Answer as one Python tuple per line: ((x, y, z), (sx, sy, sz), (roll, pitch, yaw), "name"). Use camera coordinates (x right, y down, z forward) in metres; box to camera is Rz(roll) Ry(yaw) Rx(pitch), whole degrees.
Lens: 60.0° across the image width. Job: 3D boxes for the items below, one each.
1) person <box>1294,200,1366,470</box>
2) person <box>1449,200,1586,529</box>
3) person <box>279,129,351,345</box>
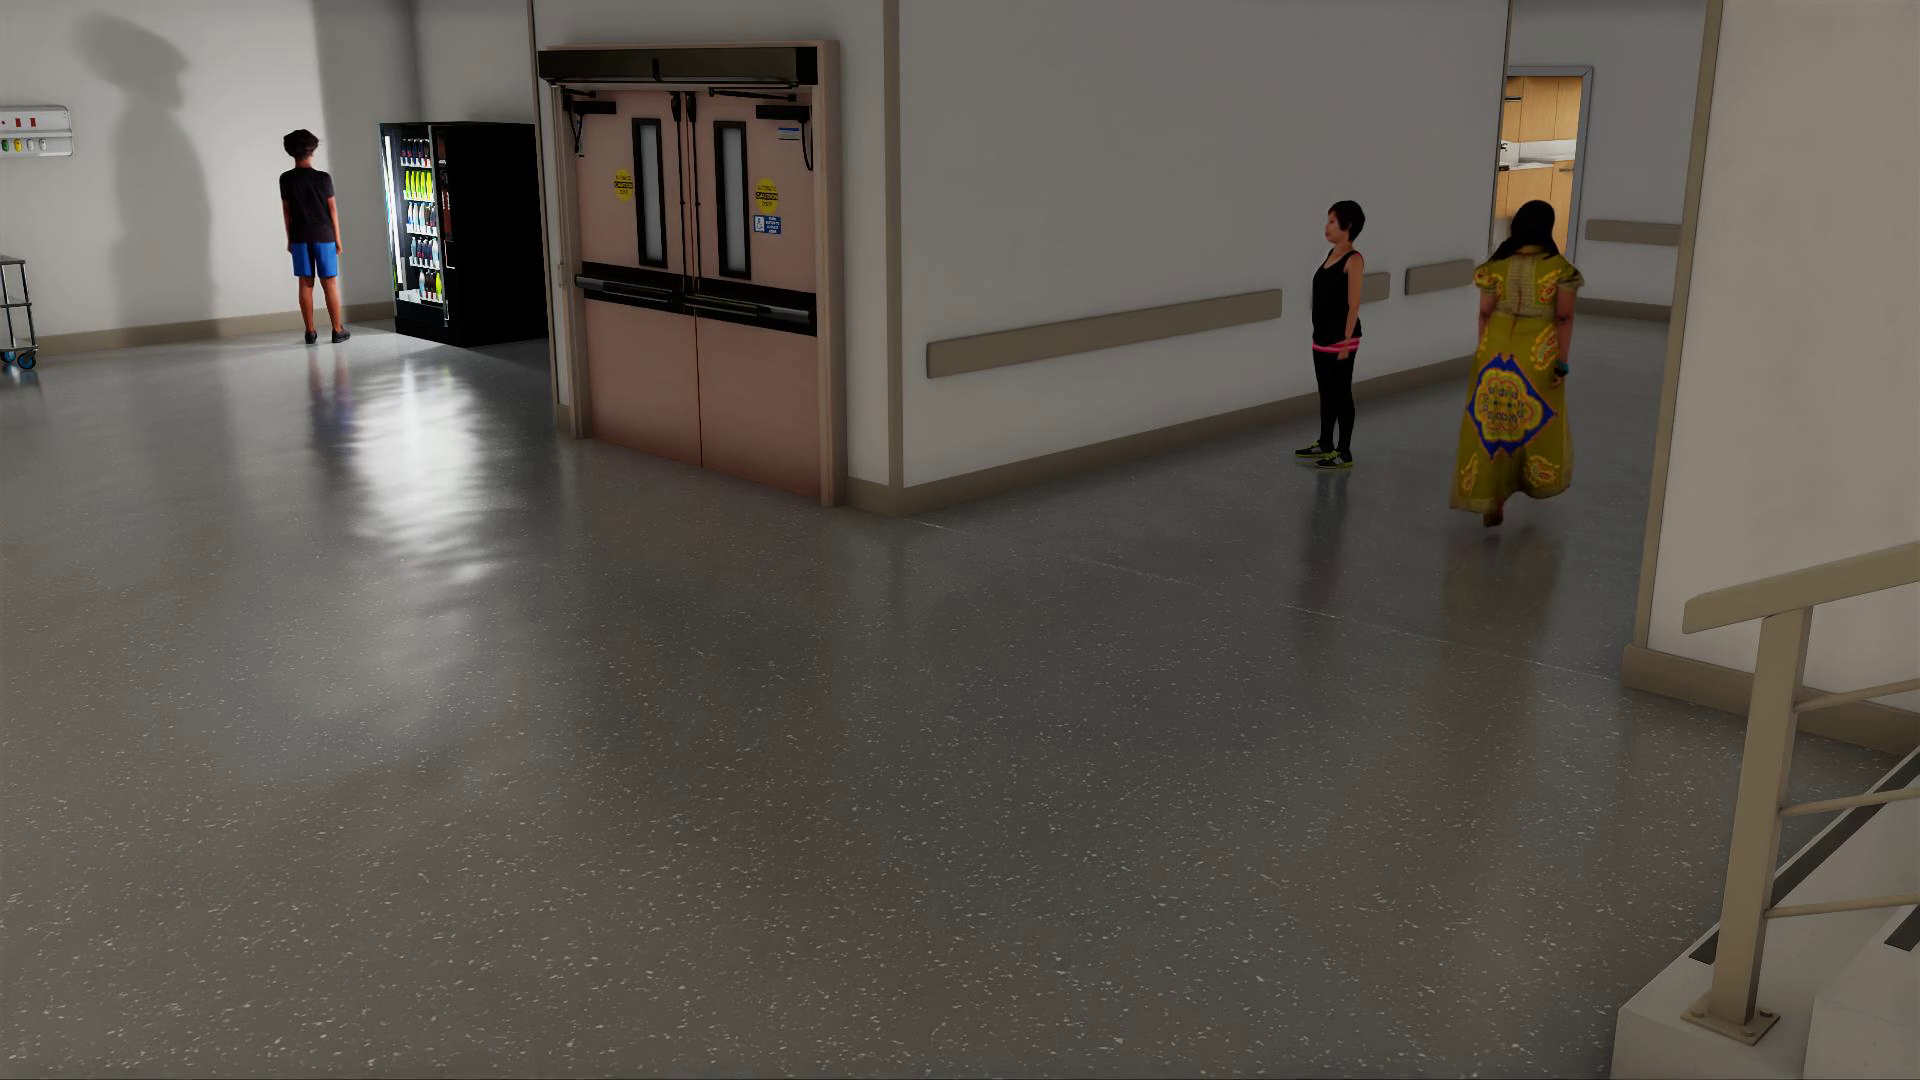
((2.217, -1.214, 9.777), (0.682, 1.552, 0.594), (-3, 16, -11), "person")
((2.792, -0.846, 8.356), (1.345, 1.615, 1.148), (6, 17, 21), "person")
((-5.528, -2.587, 14.195), (0.706, 1.799, 0.745), (-3, 16, -10), "person")
